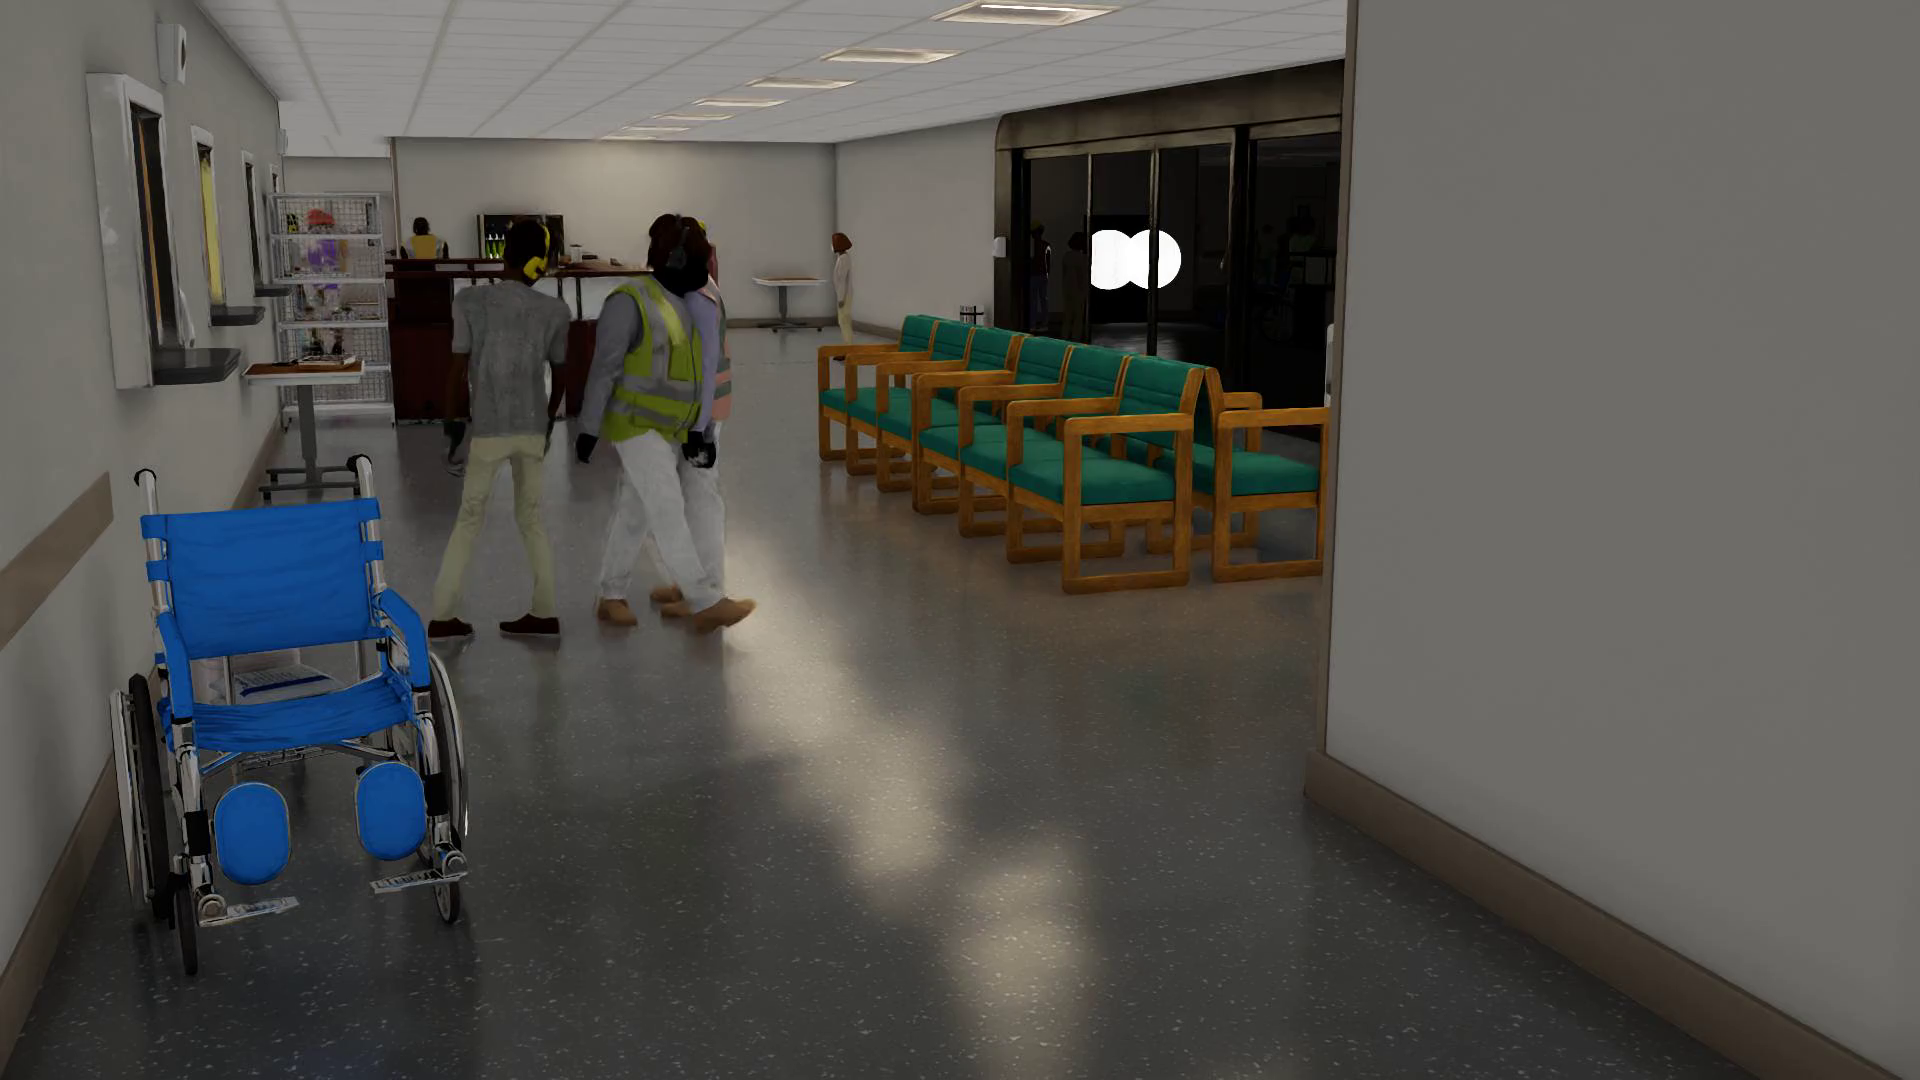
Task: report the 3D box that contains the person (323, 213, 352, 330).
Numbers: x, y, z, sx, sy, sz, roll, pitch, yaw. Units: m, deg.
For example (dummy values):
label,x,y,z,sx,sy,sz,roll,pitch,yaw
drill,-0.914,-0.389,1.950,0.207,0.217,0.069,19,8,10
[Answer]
label,x,y,z,sx,sy,sz,roll,pitch,yaw
person,-10.224,-4.398,27.248,0.555,1.890,0.830,1,11,7

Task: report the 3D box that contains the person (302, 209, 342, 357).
label,x,y,z,sx,sy,sz,roll,pitch,yaw
person,-8.192,-3.242,21.213,0.538,1.905,0.663,7,13,32

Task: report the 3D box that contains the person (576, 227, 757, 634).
label,x,y,z,sx,sy,sz,roll,pitch,yaw
person,-1.288,-0.472,7.339,0.906,1.781,0.693,5,12,22

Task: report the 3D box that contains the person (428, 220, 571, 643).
label,x,y,z,sx,sy,sz,roll,pitch,yaw
person,-1.979,-0.442,7.114,0.638,1.820,0.391,-6,12,-27

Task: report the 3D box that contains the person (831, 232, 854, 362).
label,x,y,z,sx,sy,sz,roll,pitch,yaw
person,-1.496,-3.093,21.197,0.286,1.627,0.504,0,11,1

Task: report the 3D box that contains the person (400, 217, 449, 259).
label,x,y,z,sx,sy,sz,roll,pitch,yaw
person,-7.193,-3.435,22.445,0.659,1.814,0.641,-4,12,-19

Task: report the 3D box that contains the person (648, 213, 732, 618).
label,x,y,z,sx,sy,sz,roll,pitch,yaw
person,-1.268,-0.565,7.657,0.430,1.845,0.624,-3,11,-14
